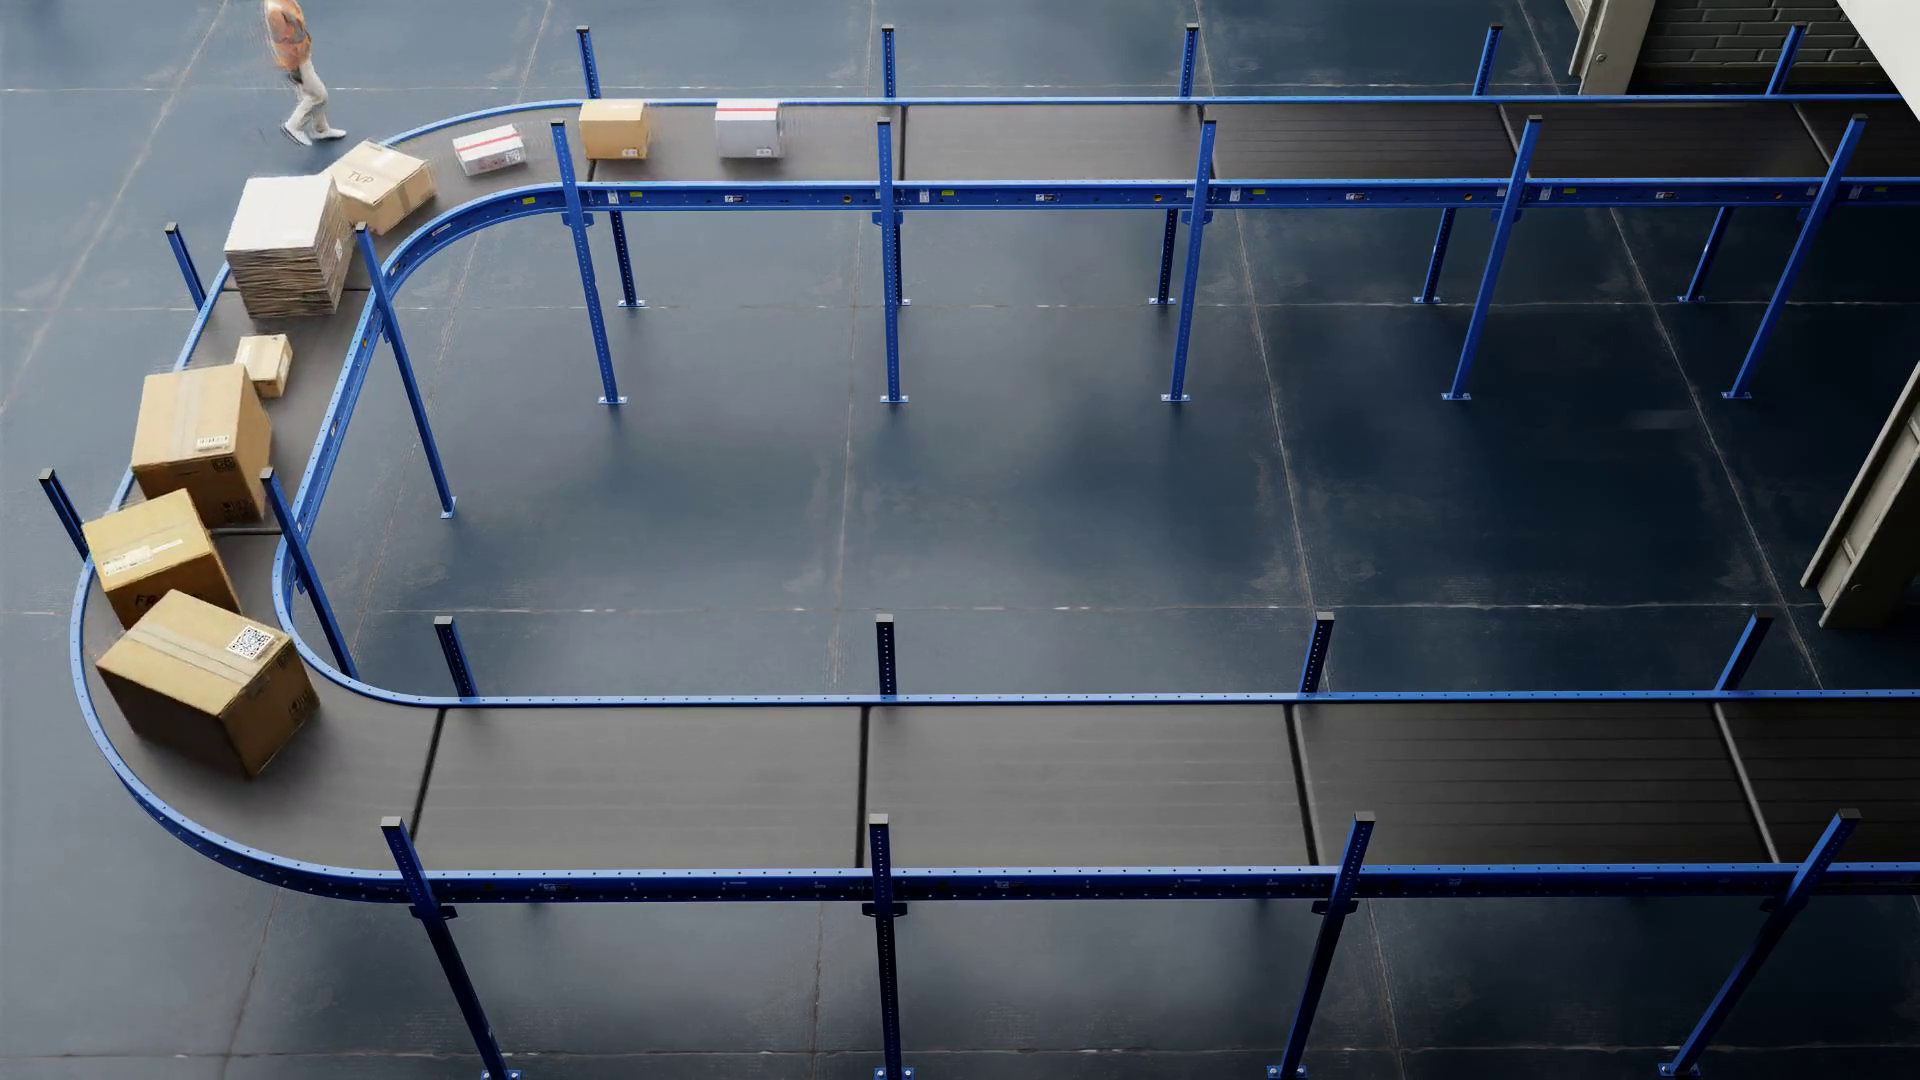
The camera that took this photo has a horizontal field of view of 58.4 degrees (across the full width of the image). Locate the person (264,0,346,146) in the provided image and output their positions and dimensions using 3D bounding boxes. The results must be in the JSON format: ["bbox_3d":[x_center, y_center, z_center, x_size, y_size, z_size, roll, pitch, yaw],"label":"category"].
[{"bbox_3d":[-5.327,-3.894,13.793,0.388,1.624,0.540,-9,48,-8],"label":"person"}]
